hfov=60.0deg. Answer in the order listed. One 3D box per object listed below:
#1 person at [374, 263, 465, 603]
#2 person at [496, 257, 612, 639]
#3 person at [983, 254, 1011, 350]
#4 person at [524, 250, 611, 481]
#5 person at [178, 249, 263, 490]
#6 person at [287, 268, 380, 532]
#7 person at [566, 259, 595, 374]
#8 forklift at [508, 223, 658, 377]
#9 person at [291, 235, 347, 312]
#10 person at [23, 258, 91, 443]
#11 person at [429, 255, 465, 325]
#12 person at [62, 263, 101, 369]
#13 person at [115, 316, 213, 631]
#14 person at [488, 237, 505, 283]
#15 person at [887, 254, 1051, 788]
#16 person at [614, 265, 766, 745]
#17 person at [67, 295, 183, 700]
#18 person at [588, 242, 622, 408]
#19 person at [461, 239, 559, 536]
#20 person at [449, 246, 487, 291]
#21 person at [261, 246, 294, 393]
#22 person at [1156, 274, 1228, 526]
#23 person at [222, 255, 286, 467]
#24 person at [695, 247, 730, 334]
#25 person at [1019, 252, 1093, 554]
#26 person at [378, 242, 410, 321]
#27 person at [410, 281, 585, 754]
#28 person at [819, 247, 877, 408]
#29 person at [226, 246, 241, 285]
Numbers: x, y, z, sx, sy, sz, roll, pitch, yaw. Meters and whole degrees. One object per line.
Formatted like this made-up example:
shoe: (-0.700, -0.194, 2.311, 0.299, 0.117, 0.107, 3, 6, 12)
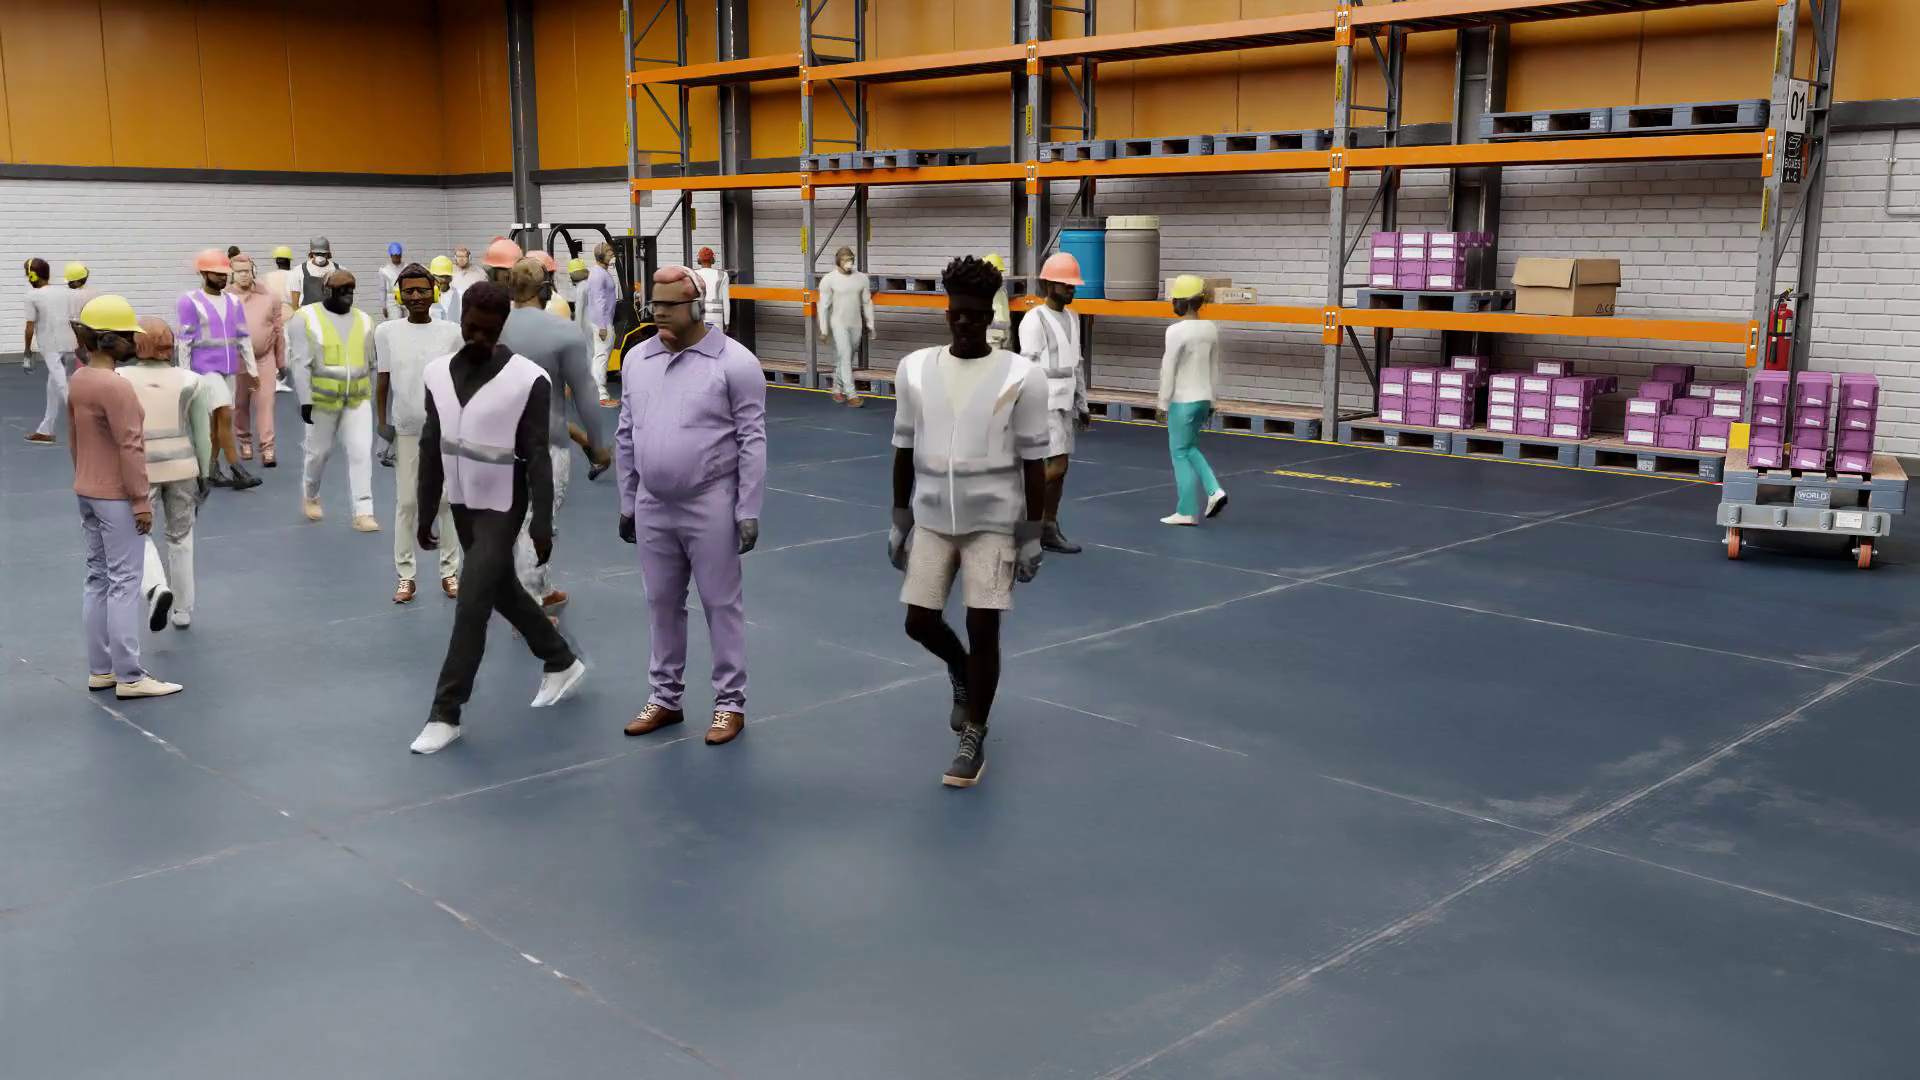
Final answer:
person: (-2.968, -0.589, 9.218, 0.519, 1.874, 0.327, -4, 11, -20)
person: (-2.128, -0.488, 8.585, 0.655, 1.907, 0.857, 4, 11, 21)
person: (0.325, -2.039, 17.231, 0.403, 1.831, 0.596, 7, 13, 34)
person: (-3.210, -1.353, 13.293, 0.803, 1.908, 0.569, -7, 12, -33)
person: (-5.805, -1.342, 13.219, 0.859, 1.904, 0.576, 5, 11, 25)
person: (-4.356, -0.982, 11.559, 0.629, 1.808, 0.902, -9, 14, -40)
person: (-4.861, -2.761, 21.456, 0.501, 1.710, 0.509, 0, 10, 0)
forklift: (-5.316, -3.263, 22.920, 2.313, 2.155, 1.214, -10, 14, -44)
person: (-7.615, -2.636, 19.918, 0.677, 2.000, 0.536, -5, 12, -26)
person: (-8.693, -1.797, 15.990, 0.979, 1.819, 0.555, 3, 11, 17)
person: (-5.009, -1.838, 16.150, 0.587, 1.828, 0.404, -7, 12, -33)
person: (-9.470, -2.156, 18.180, 0.379, 1.731, 0.593, 1, 10, 7)
person: (-4.028, -0.314, 8.386, 0.522, 1.619, 0.545, -7, 13, -34)
person: (-7.588, -4.004, 27.500, 0.386, 1.996, 0.610, -1, 10, -7)
person: (0.037, -0.085, 6.229, 0.634, 1.951, 0.610, 4, 11, 19)
person: (-1.098, -0.133, 6.643, 0.651, 1.904, 0.403, 4, 11, 21)
person: (-3.696, -0.186, 7.314, 0.533, 1.765, 0.329, 9, 13, 39)
person: (-4.207, -2.534, 19.641, 0.354, 1.937, 0.635, -1, 10, -7)
person: (-3.118, -1.052, 11.399, 1.010, 2.009, 0.620, 9, 14, 41)
person: (-7.024, -3.229, 23.617, 0.653, 1.878, 0.887, -2, 11, -10)
person: (-8.750, -2.877, 21.696, 0.610, 1.873, 0.999, 3, 11, 14)
person: (1.594, -0.962, 11.590, 0.394, 1.755, 0.528, 9, 14, 40)
person: (-6.323, -1.591, 14.743, 0.664, 1.858, 1.013, -5, 12, -27)
person: (-3.259, -2.830, 21.464, 0.591, 1.872, 0.371, 0, 10, -1)
person: (0.572, -0.857, 10.572, 0.498, 1.916, 0.540, 6, 12, 31)
person: (-8.826, -3.729, 26.210, 0.599, 1.925, 0.866, -5, 12, -26)
person: (-1.904, -0.134, 6.813, 0.632, 1.853, 0.995, 6, 12, 28)
person: (-1.358, -2.534, 19.793, 0.633, 1.893, 1.008, -7, 12, -33)
person: (-12.085, -3.989, 27.828, 0.505, 1.845, 0.345, -5, 11, -23)
